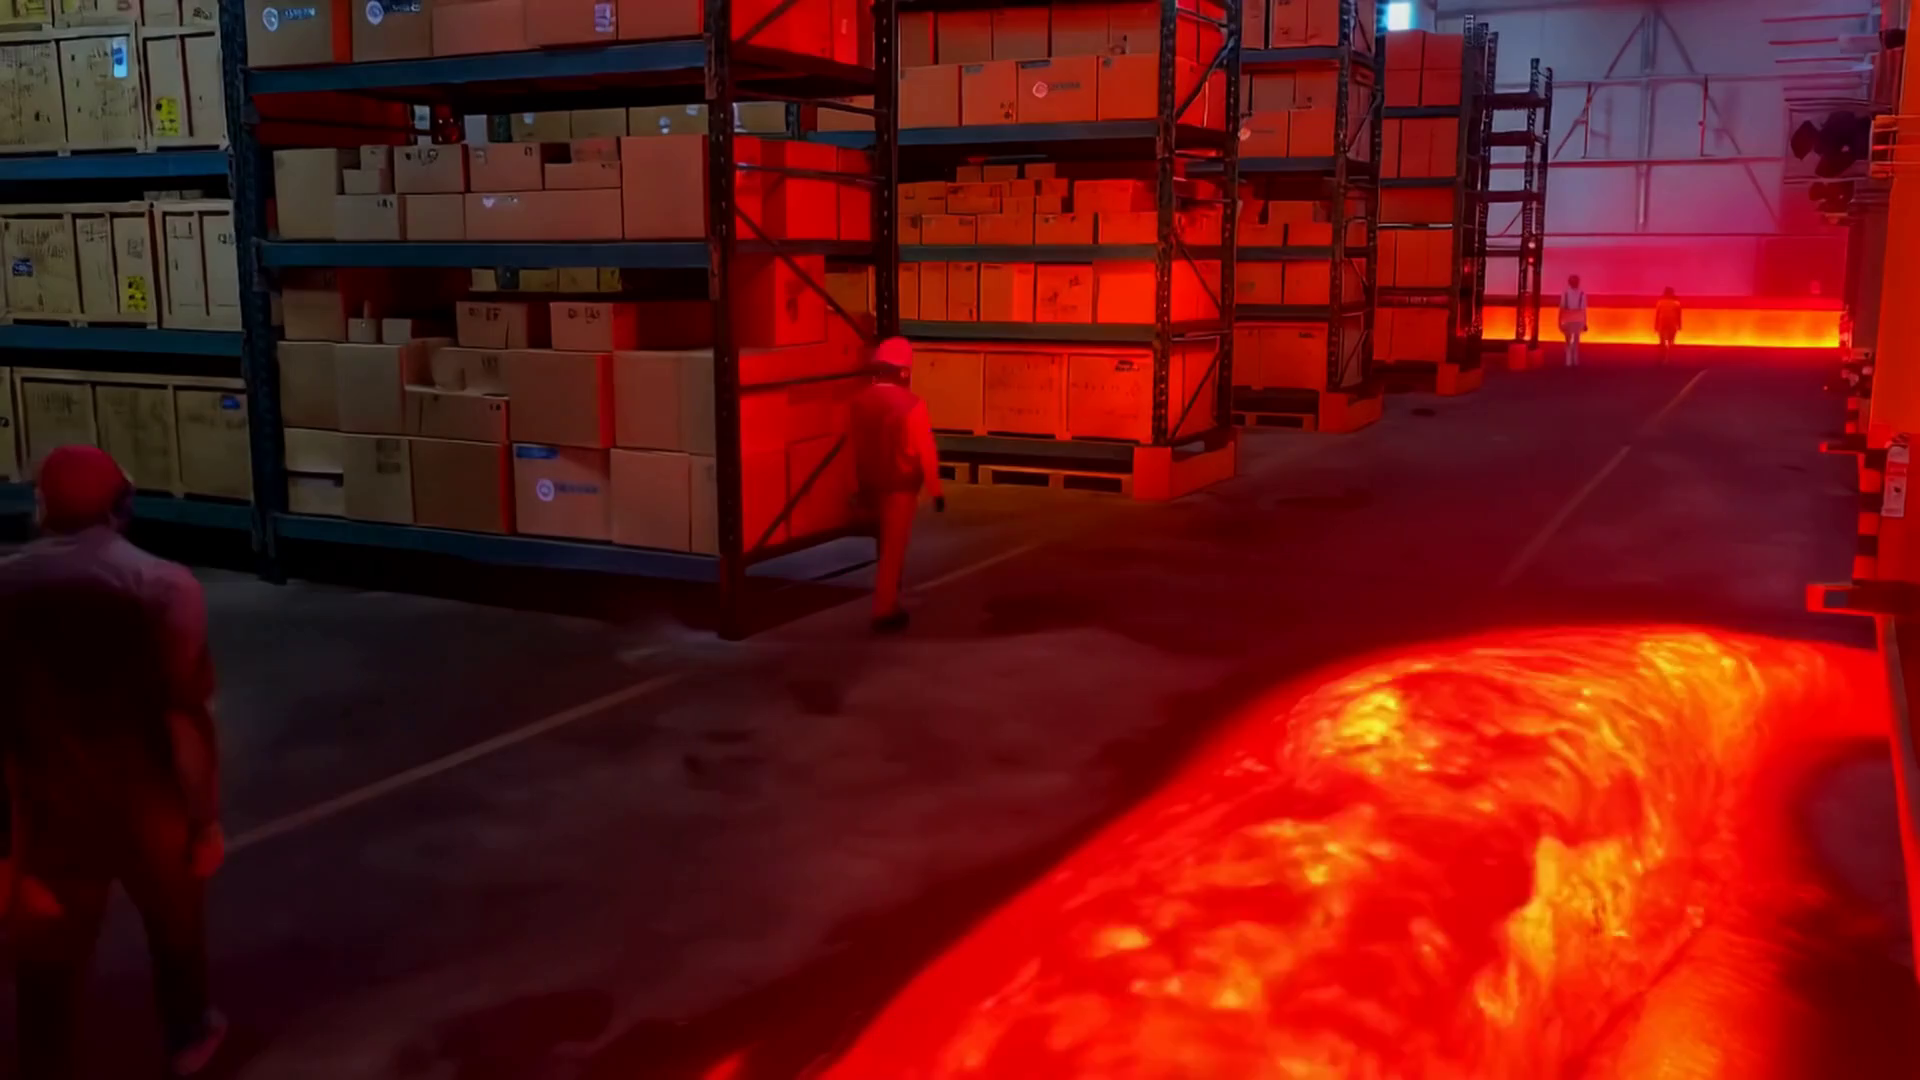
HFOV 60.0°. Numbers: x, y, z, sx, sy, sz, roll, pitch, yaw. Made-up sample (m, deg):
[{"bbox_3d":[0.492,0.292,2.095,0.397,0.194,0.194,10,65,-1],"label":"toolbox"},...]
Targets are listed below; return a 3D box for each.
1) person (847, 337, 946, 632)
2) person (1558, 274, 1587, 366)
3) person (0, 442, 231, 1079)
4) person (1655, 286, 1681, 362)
[{"bbox_3d":[-0.365,-0.347,10.332,0.610,1.808,0.603,8,13,40],"label":"person"},{"bbox_3d":[12.740,-4.582,34.631,0.561,1.882,1.025,4,11,21],"label":"person"},{"bbox_3d":[-2.260,0.674,4.356,0.652,1.855,1.004,-2,10,-10],"label":"person"},{"bbox_3d":[15.043,-4.578,35.404,0.524,1.626,0.590,7,12,35],"label":"person"}]
